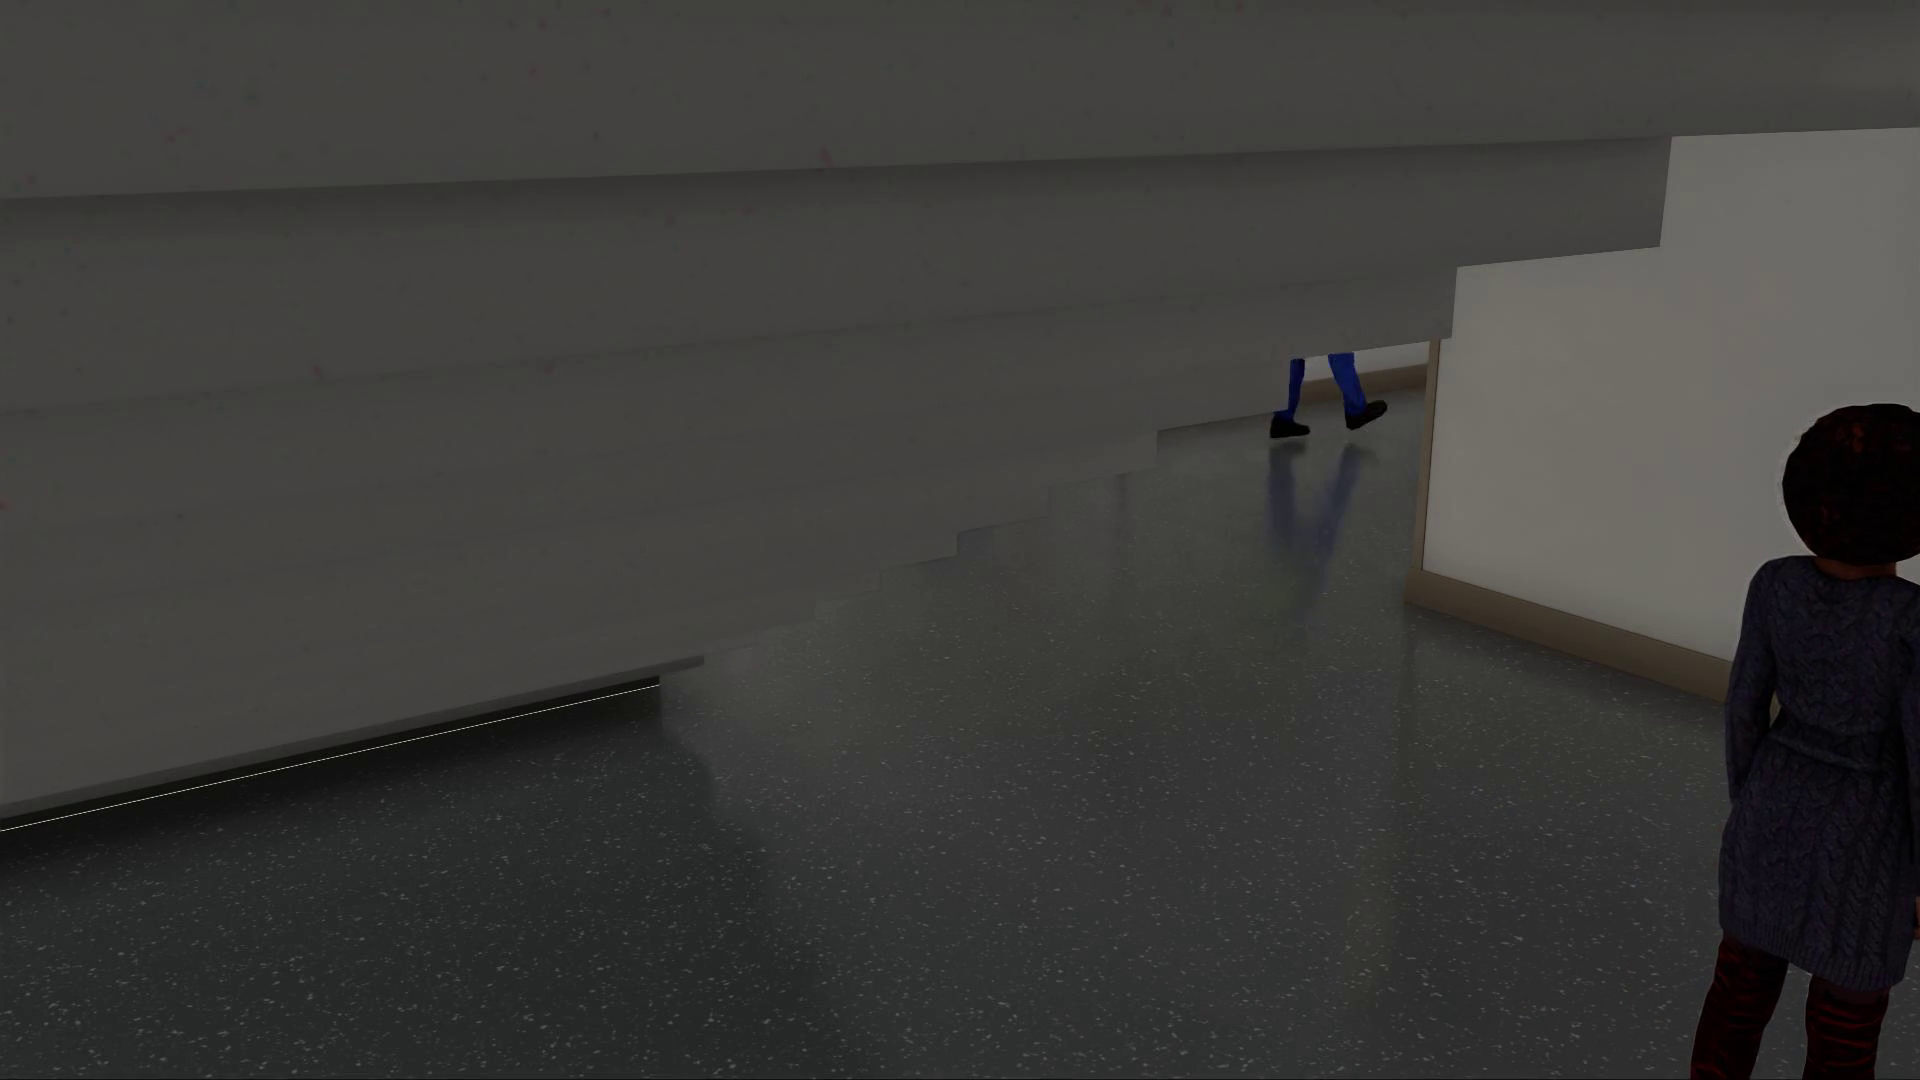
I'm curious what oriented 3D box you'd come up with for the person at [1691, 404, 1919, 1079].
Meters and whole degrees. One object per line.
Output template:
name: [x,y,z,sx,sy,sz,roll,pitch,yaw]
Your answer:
person: [1.617,0.589,3.131,0.654,1.711,0.463,-9,18,-30]
